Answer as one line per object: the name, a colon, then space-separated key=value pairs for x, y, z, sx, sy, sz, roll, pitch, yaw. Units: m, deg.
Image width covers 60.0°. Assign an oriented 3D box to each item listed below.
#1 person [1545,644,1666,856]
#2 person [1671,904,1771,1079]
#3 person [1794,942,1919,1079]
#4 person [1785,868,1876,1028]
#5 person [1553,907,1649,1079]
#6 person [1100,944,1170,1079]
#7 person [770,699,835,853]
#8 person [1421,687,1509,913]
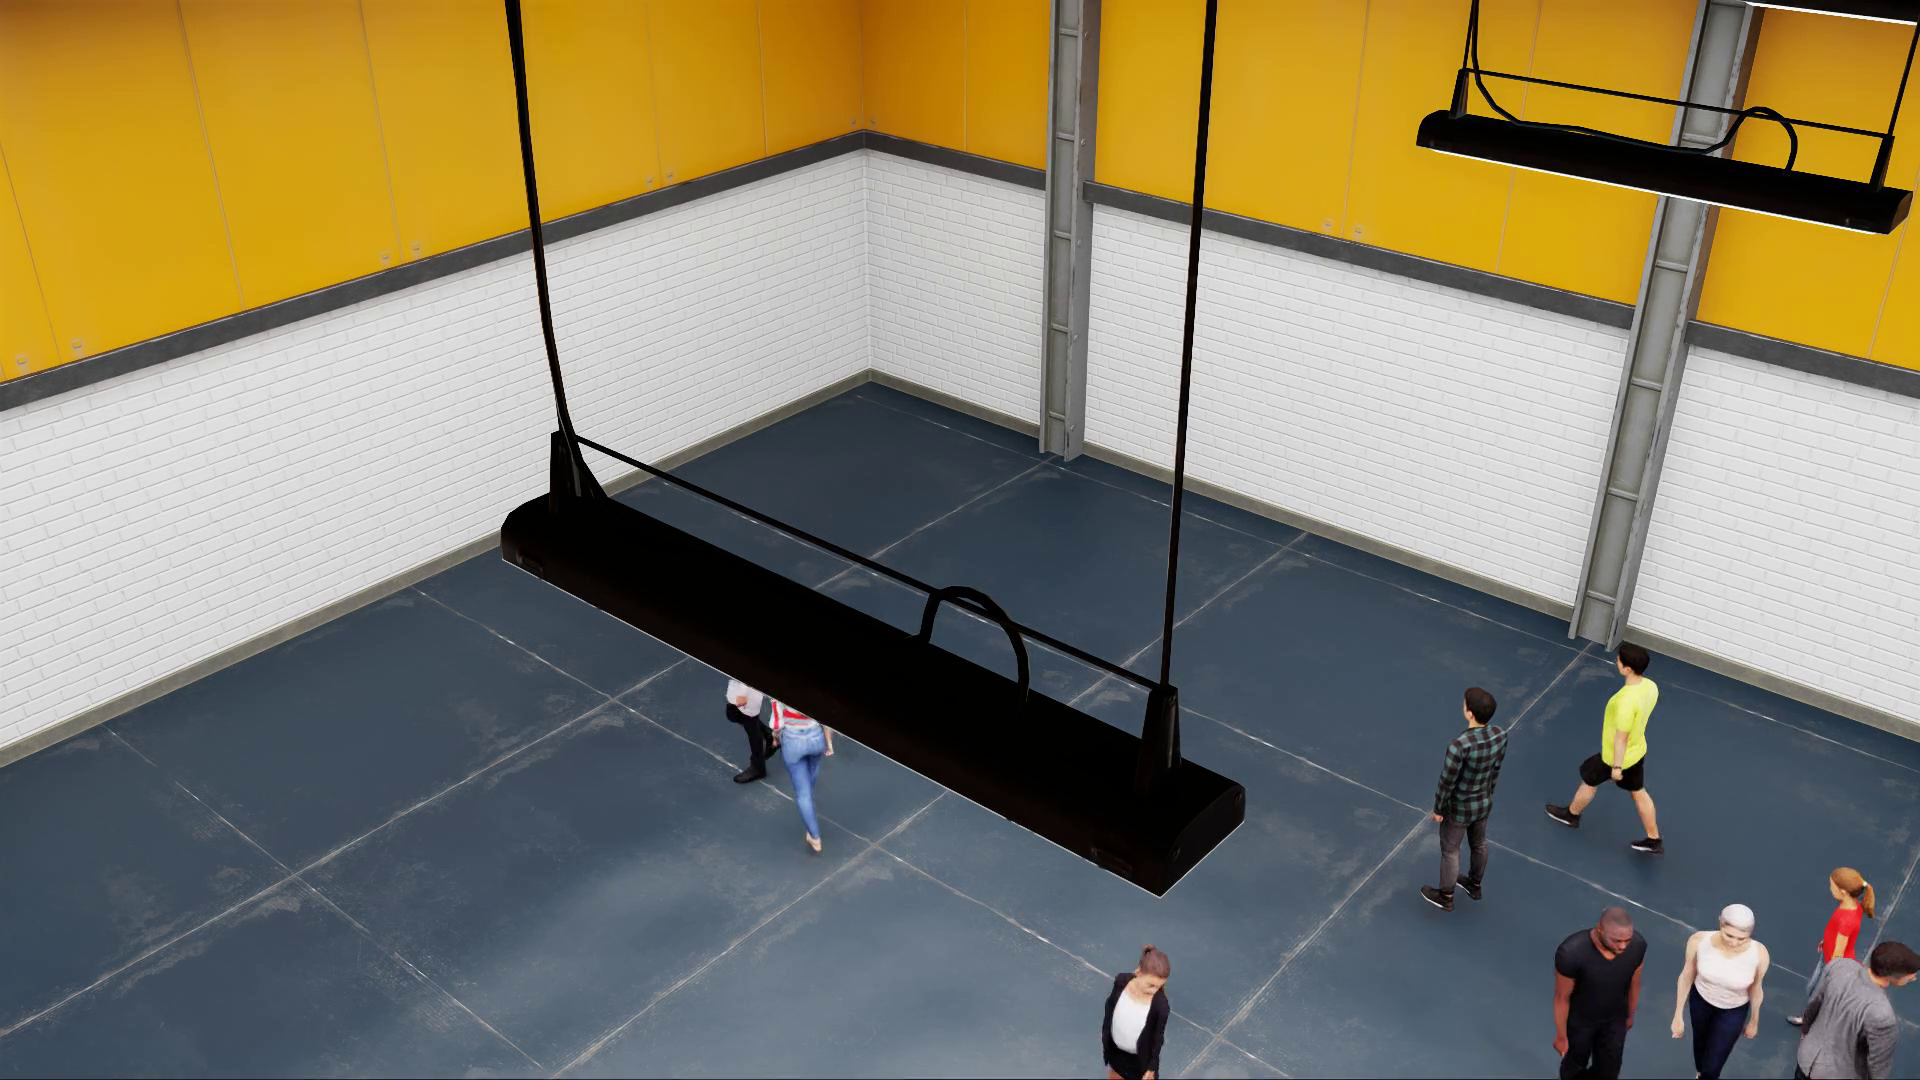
person: x=4.857 y=1.549 z=11.974 sx=0.762 sy=1.660 sz=1.167 roll=-22 pitch=36 yaw=-35
person: x=4.473 y=2.720 z=9.821 sx=0.902 sy=1.667 sz=0.753 roll=16 pitch=32 yaw=27
person: x=4.855 y=2.943 z=9.219 sx=0.888 sy=1.853 sz=0.786 roll=-14 pitch=31 yaw=-23
person: x=5.536 y=2.635 z=10.375 sx=0.674 sy=1.287 sz=0.560 roll=18 pitch=33 yaw=29
person: x=3.634 y=2.722 z=9.690 sx=0.854 sy=1.789 sz=0.923 roll=-3 pitch=29 yaw=-5
person: x=0.975 y=2.897 z=9.639 sx=0.760 sy=1.531 sz=0.464 roll=-18 pitch=34 yaw=-30
person: x=-1.115 y=1.541 z=12.086 sx=0.921 sy=1.567 sz=1.133 roll=-10 pitch=30 yaw=-18
person: x=3.456 y=1.747 z=11.274 sx=0.736 sy=1.709 sz=0.674 roll=-13 pitch=31 yaw=-23
